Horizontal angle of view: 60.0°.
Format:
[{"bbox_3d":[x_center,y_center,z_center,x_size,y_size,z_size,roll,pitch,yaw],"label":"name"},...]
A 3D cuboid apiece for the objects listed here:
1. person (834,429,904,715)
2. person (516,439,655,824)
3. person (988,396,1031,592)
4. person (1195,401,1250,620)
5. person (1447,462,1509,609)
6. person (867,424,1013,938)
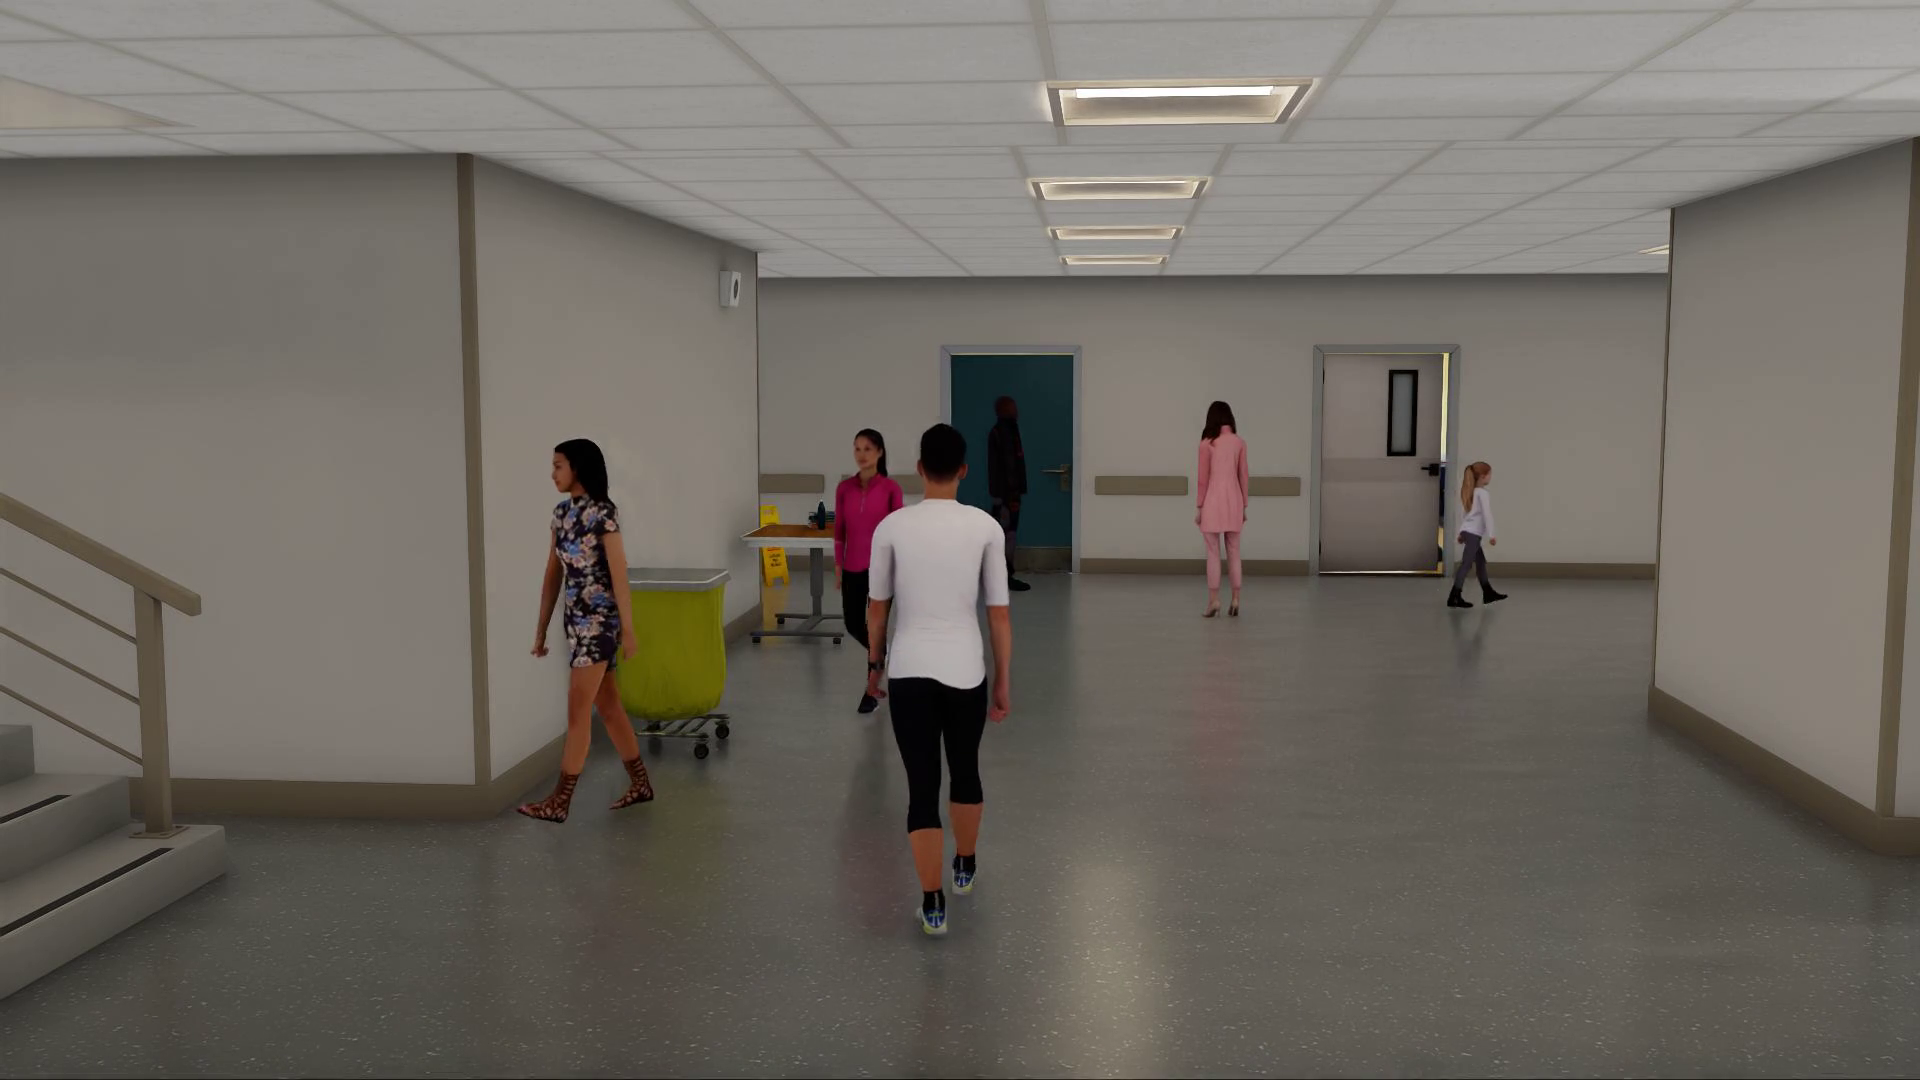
[{"bbox_3d":[-0.518,0.184,10.032,0.922,1.680,0.715,1,6,12],"label":"person"},{"bbox_3d":[-1.604,0.416,7.619,1.038,1.701,1.040,5,7,39],"label":"person"},{"bbox_3d":[0.414,-0.453,15.651,0.715,1.824,0.763,-1,6,-11],"label":"person"},{"bbox_3d":[2.170,-0.255,13.797,0.567,1.800,0.732,-1,6,-14],"label":"person"},{"bbox_3d":[4.354,-0.032,14.307,0.845,1.256,0.598,-1,6,-8],"label":"person"},{"bbox_3d":[-0.080,0.515,6.013,0.947,1.828,0.846,-1,6,-7],"label":"person"}]
